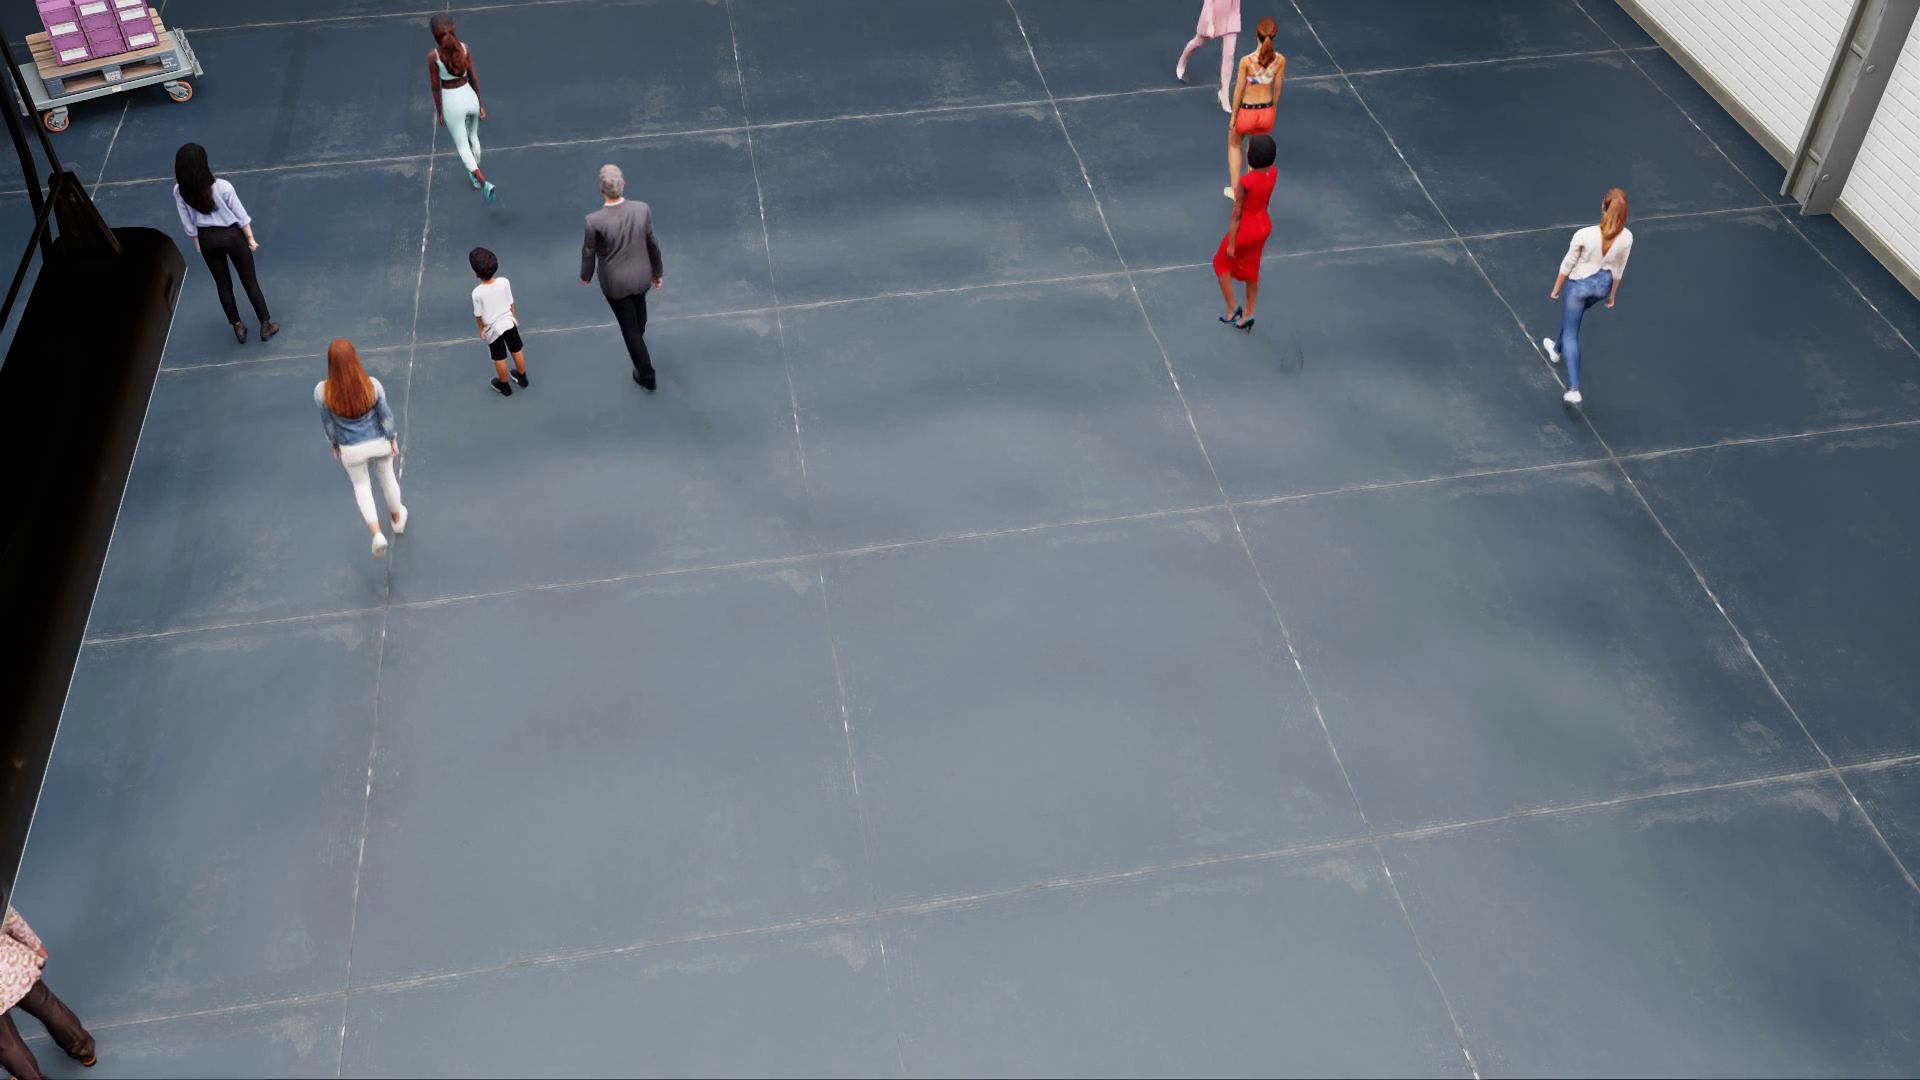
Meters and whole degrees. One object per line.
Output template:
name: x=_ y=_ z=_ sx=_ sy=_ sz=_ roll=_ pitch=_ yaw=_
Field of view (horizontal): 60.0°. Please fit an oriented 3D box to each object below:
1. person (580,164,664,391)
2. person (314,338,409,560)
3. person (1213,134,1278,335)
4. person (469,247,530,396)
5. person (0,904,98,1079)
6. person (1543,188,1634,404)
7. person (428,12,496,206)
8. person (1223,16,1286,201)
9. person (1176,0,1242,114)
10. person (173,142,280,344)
person: x=-2.482 y=-1.930 z=12.533 sx=1.027 sy=1.805 sz=1.223 roll=-26 pitch=50 yaw=-25
person: x=-4.009 y=-0.580 z=11.202 sx=0.686 sy=1.685 sz=0.915 roll=-12 pitch=45 yaw=-12
person: x=2.315 y=-2.336 z=13.011 sx=0.731 sy=1.733 sz=0.770 roll=-29 pitch=51 yaw=-27
person: x=-3.507 y=-1.665 z=12.652 sx=0.560 sy=1.256 sz=0.600 roll=-29 pitch=51 yaw=-27
person: x=-4.794 y=2.184 z=8.217 sx=0.855 sy=1.802 sz=0.783 roll=24 pitch=48 yaw=23
person: x=4.720 y=-1.813 z=12.498 sx=0.700 sy=1.683 sz=1.155 roll=-3 pitch=44 yaw=-3
person: x=-4.319 y=-3.721 z=14.486 sx=0.839 sy=1.704 sz=1.092 roll=-25 pitch=49 yaw=-24
person: x=2.548 y=-3.585 z=14.290 sx=0.607 sy=1.778 sz=0.638 roll=-4 pitch=44 yaw=-4
person: x=2.403 y=-5.004 z=15.793 sx=0.814 sy=1.758 sz=1.204 roll=-15 pitch=46 yaw=-15
person: x=-5.752 y=-2.309 z=12.976 sx=0.658 sy=1.743 sz=0.551 roll=-5 pitch=44 yaw=-5
